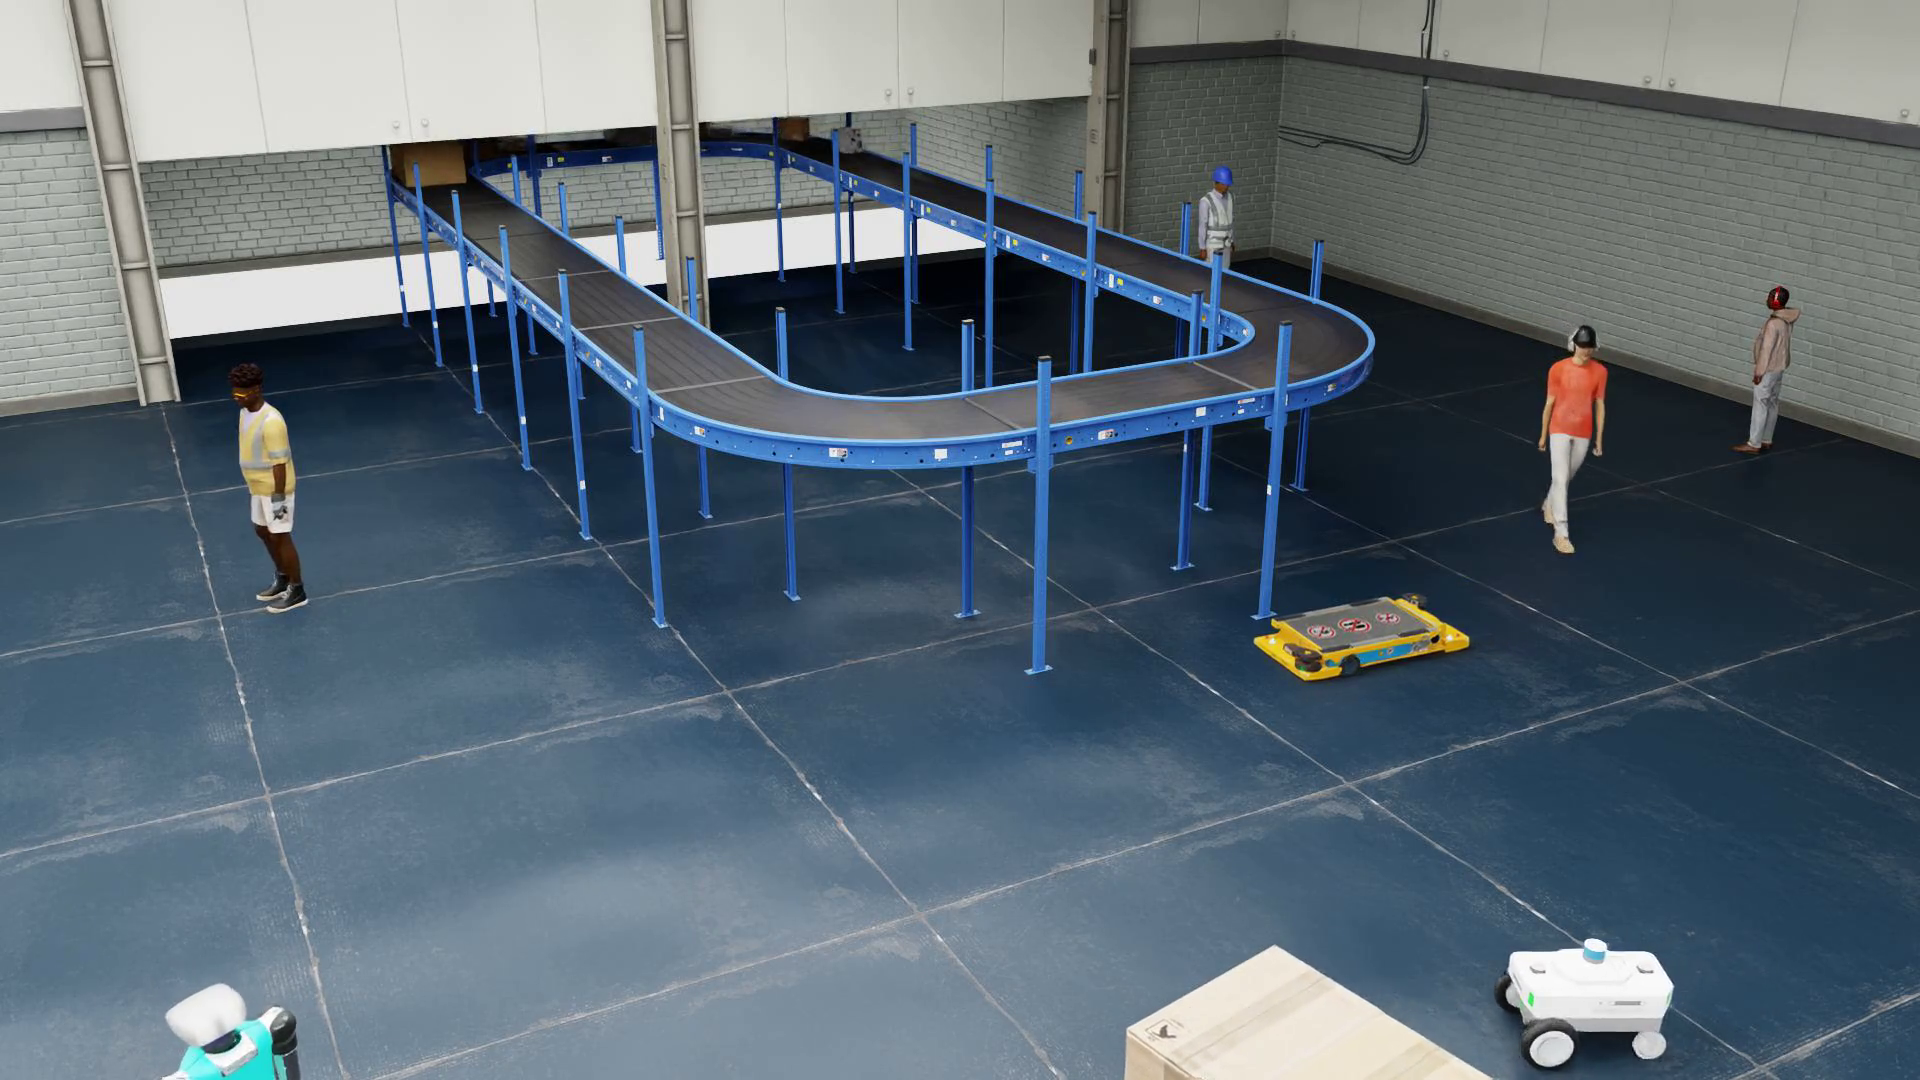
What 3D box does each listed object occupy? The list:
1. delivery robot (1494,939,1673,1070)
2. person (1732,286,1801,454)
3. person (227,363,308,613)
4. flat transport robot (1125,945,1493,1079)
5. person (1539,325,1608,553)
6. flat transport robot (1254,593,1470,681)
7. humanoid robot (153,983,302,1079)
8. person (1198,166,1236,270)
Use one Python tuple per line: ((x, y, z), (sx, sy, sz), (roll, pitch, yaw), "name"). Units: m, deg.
((3.013, 2.210, 8.043), (0.802, 0.603, 0.499), (0, 22, 0), "delivery robot")
((7.835, -1.639, 16.091), (0.463, 1.648, 0.326), (-20, 29, -40), "person")
((-5.260, -0.411, 12.652), (0.379, 1.952, 0.623), (-18, 28, -37), "person")
((1.466, 2.740, 7.103), (1.431, 0.231, 0.659), (-17, 27, -36), "flat transport robot")
((5.147, -0.921, 14.023), (0.491, 1.870, 0.971), (1, 22, 2), "person")
((2.934, 0.705, 12.134), (1.431, 0.231, 0.659), (-9, 24, -21), "flat transport robot")
((-2.774, 2.372, 6.184), (0.788, 1.867, 0.553), (14, 26, 31), "humanoid robot")
((3.223, -3.719, 20.850), (0.623, 1.934, 0.410), (-18, 28, -37), "person")
